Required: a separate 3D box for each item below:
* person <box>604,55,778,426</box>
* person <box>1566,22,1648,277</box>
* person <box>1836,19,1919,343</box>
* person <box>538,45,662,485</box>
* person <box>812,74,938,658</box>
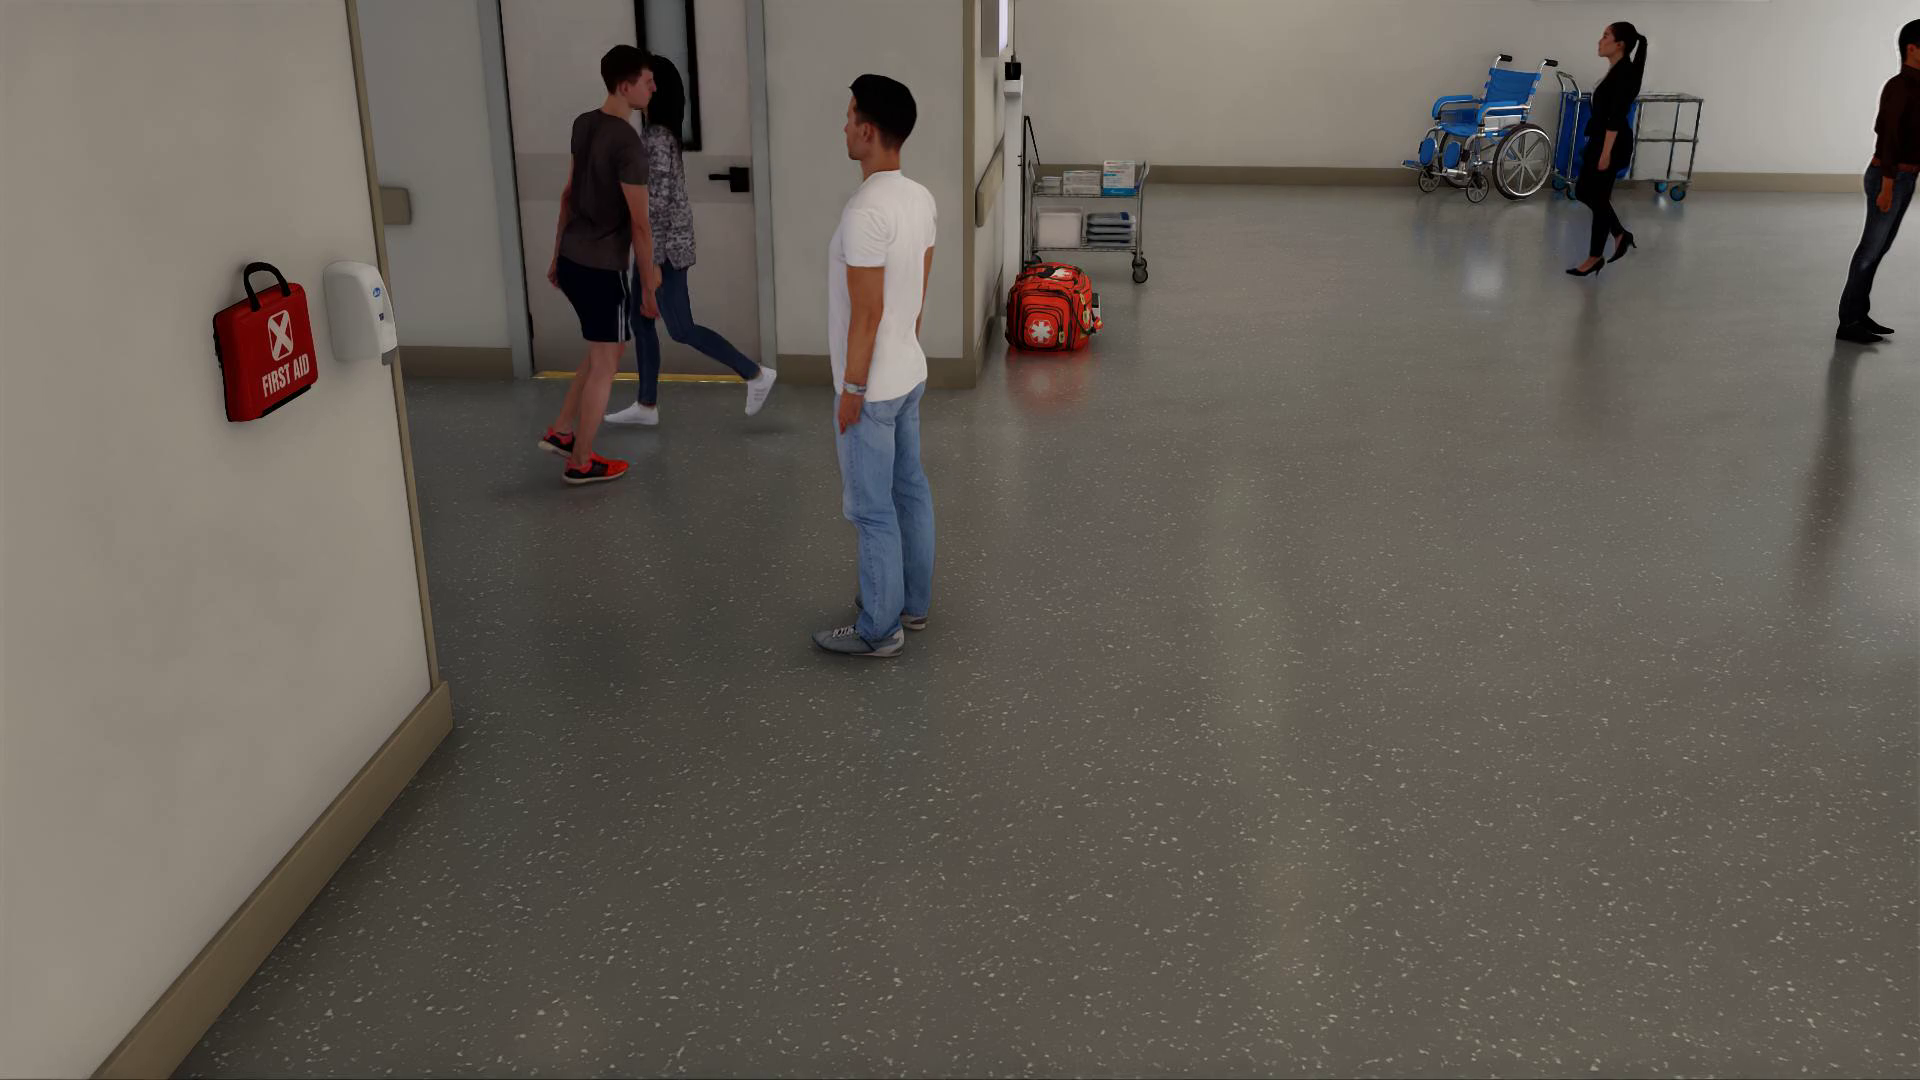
[{"bbox_3d":[-1.273,-1.327,7.662,0.809,1.707,1.044,-2,21,-5],"label":"person"},{"bbox_3d":[4.368,-2.561,11.001,0.716,1.651,0.654,5,21,13],"label":"person"},{"bbox_3d":[5.255,-2.022,9.397,0.777,1.780,0.675,18,27,39],"label":"person"},{"bbox_3d":[-1.563,-1.107,6.932,0.911,1.815,0.971,18,27,40],"label":"person"},{"bbox_3d":[-0.254,-0.538,5.355,0.796,1.867,0.618,8,22,21],"label":"person"}]
